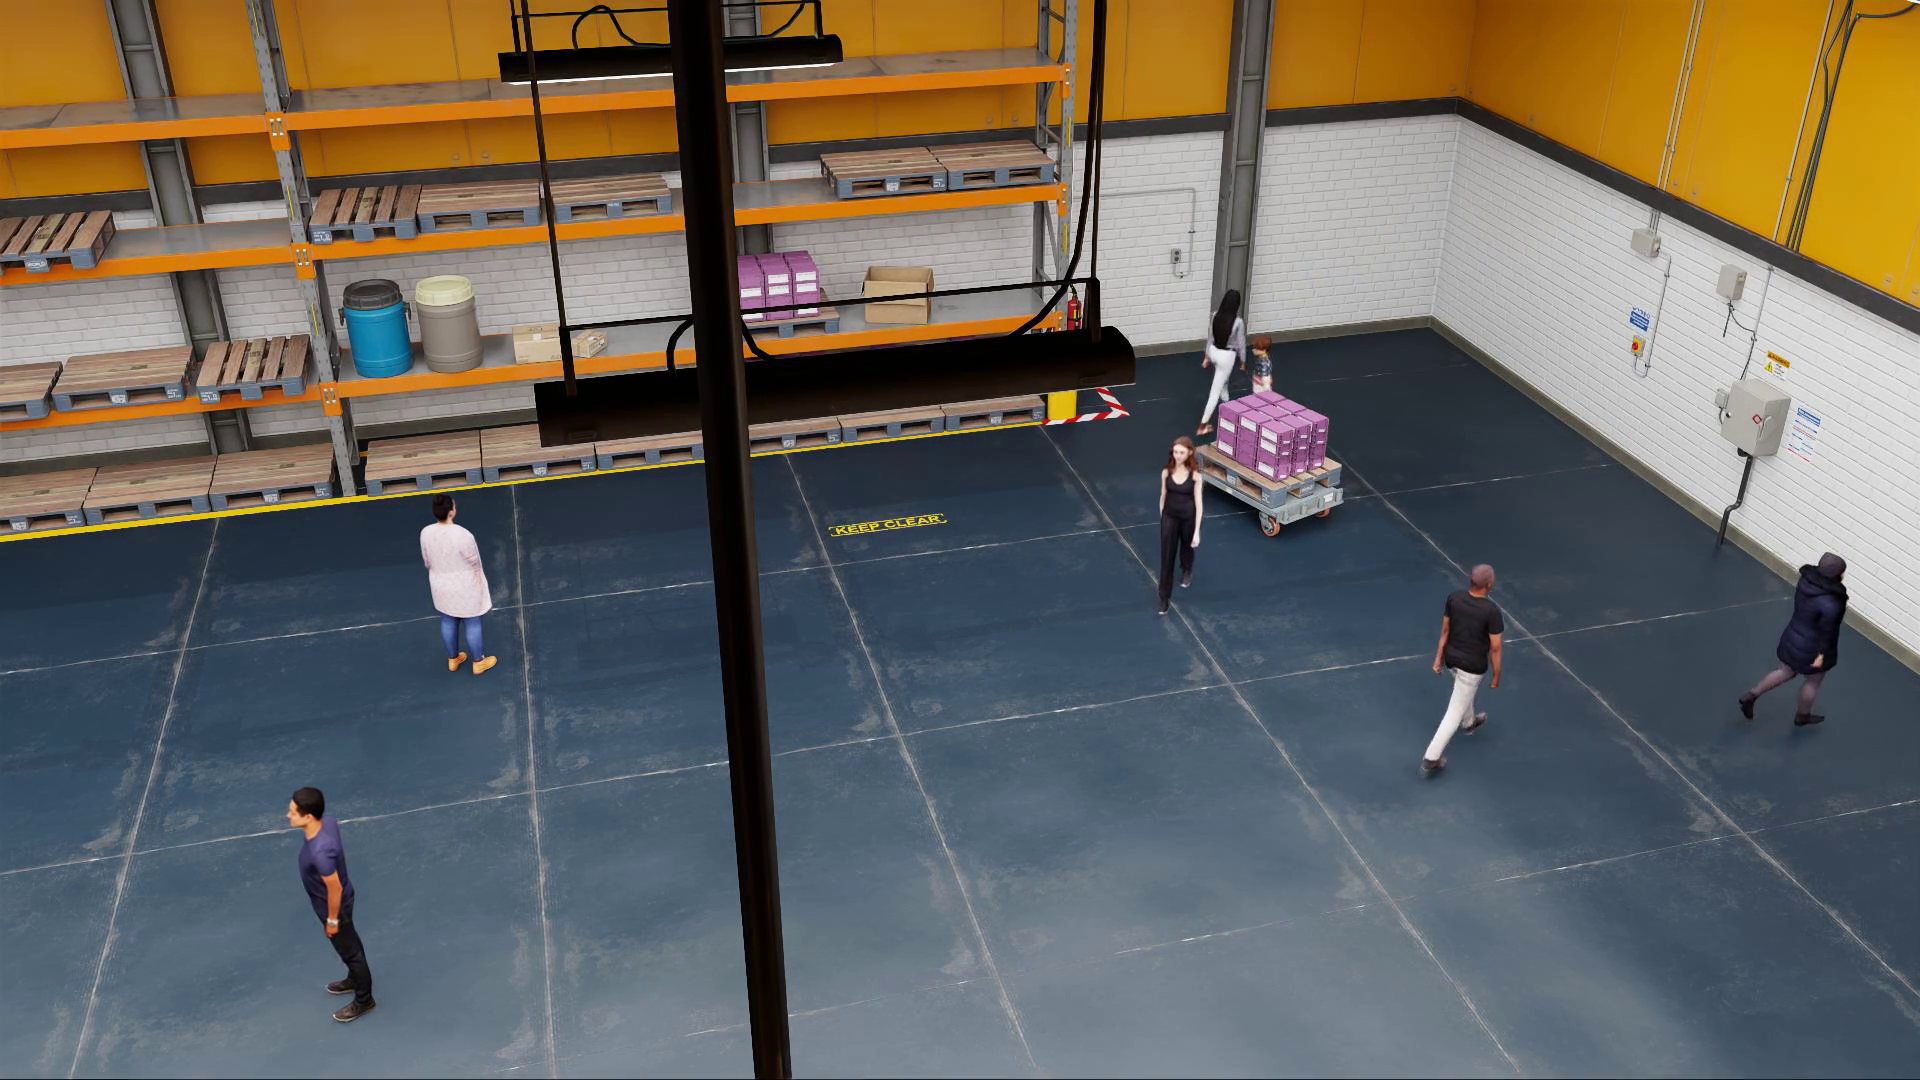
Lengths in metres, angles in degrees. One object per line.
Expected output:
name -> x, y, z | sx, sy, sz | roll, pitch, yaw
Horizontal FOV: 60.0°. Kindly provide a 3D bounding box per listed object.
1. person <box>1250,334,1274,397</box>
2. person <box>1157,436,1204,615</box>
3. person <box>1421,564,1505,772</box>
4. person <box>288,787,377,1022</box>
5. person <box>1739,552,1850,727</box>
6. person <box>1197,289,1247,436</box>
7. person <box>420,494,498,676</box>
person -> 3.424, -1.625, 18.498 | 1.028, 1.410, 0.815 | 6, 29, 11
person -> 2.103, -0.213, 15.601 | 1.142, 1.704, 1.030 | 7, 29, 13
person -> 3.981, 1.055, 13.234 | 1.355, 1.745, 1.006 | -21, 35, -33
person -> -4.078, 2.339, 10.830 | 0.587, 1.793, 0.679 | -13, 31, -22
person -> 6.918, 0.846, 13.708 | 1.040, 1.659, 0.757 | -3, 29, -5
person -> 2.920, -1.979, 18.858 | 1.135, 1.685, 0.860 | -19, 34, -31
person -> -4.396, 0.371, 14.489 | 0.745, 1.743, 0.851 | 8, 30, 14
